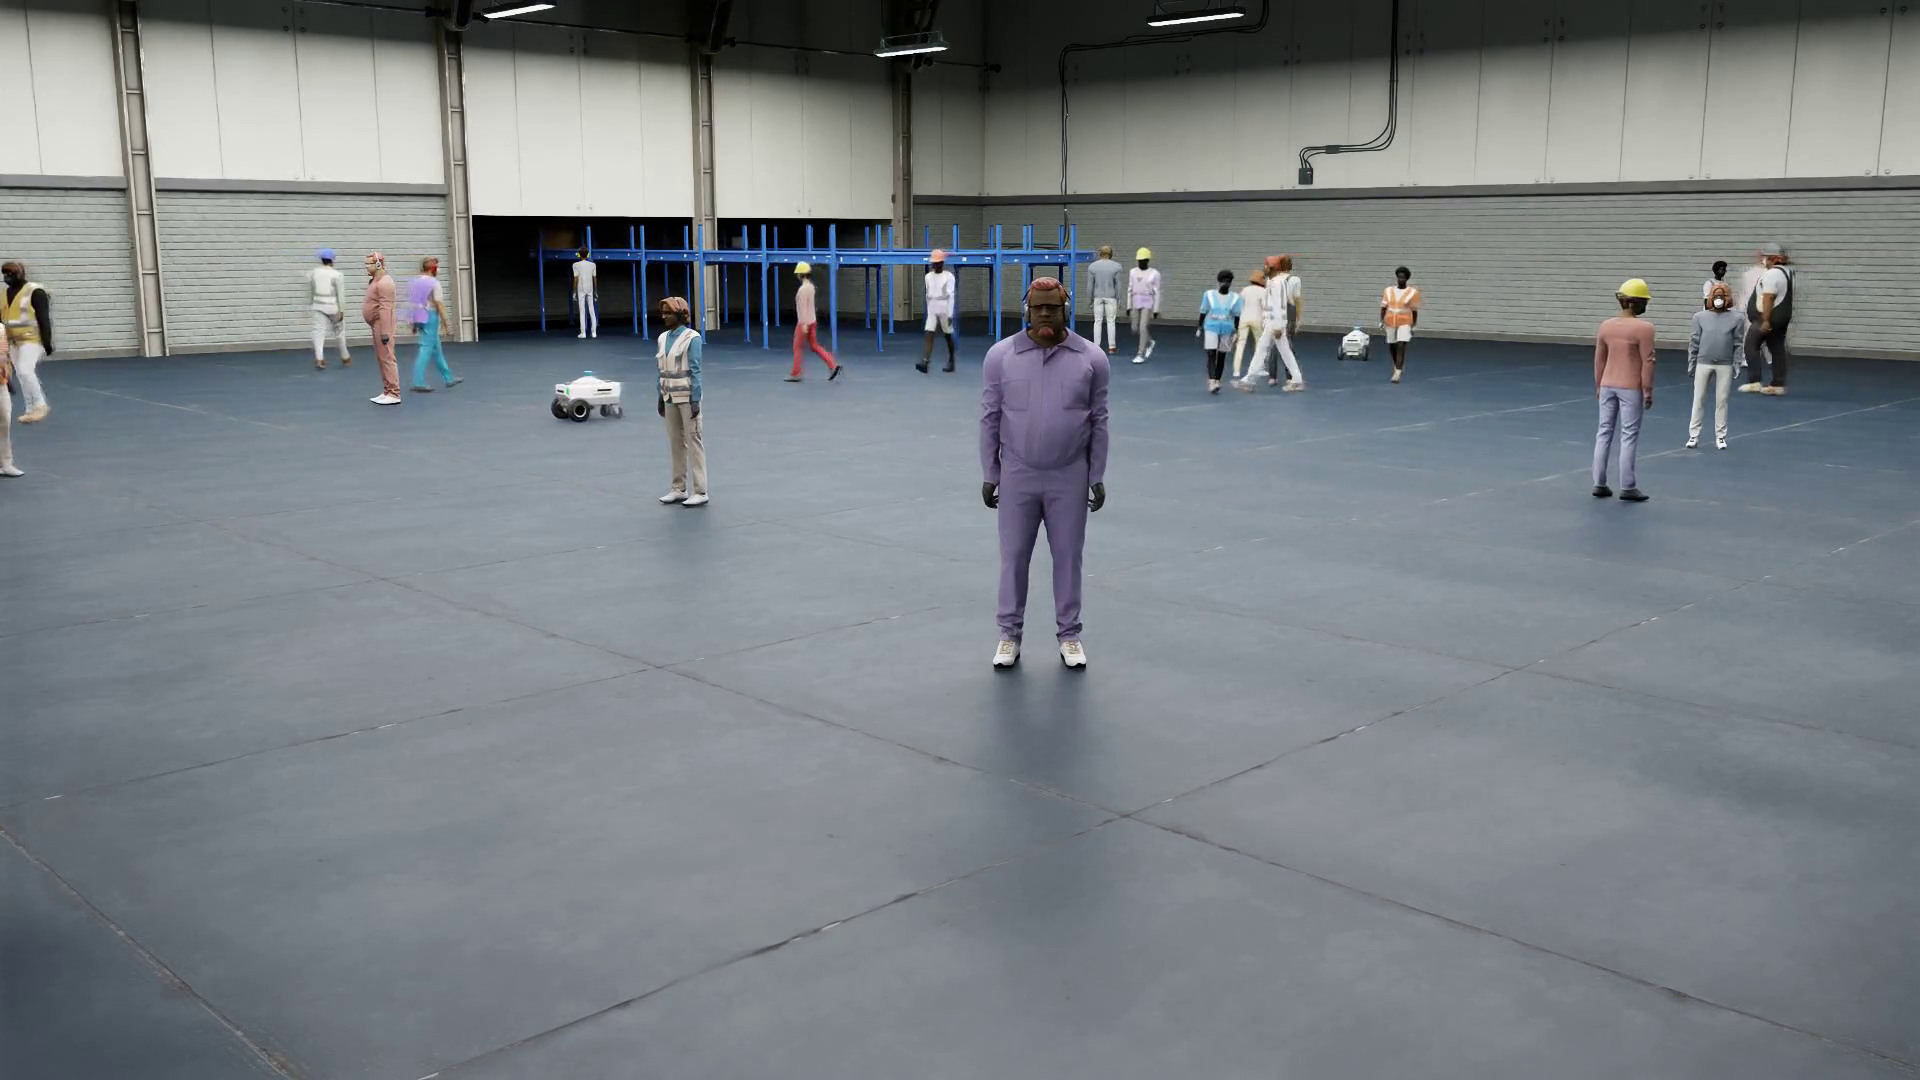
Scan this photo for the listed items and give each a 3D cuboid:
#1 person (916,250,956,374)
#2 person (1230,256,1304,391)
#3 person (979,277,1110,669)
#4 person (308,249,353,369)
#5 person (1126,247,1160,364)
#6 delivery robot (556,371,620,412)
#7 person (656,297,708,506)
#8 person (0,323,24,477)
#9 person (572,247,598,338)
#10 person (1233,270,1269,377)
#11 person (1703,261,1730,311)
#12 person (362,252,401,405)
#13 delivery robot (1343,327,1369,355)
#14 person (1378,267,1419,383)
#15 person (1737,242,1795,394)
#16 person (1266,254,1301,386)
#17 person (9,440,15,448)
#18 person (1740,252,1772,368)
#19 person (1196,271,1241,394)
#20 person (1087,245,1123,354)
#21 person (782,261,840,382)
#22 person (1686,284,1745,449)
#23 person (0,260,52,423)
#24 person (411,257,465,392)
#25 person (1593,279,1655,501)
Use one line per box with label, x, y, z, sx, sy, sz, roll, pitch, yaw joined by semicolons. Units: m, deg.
person;-0.328;-3.502;25.551;0.560;1.877;1.045;6;12;29
person;4.243;-2.931;22.617;1.005;1.829;0.592;3;11;16
person;0.412;-0.322;8.150;0.643;1.909;0.409;0;10;0
person;-10.124;-3.707;26.652;0.616;1.901;0.992;0;10;2
person;3.087;-3.917;27.738;0.607;1.909;0.660;9;14;42
delivery robot;-4.309;-1.715;19.295;0.707;0.478;0.477;-8;13;-37
person;-2.197;-1.094;13.113;0.519;1.635;0.310;10;14;43
person;-8.564;-1.362;14.597;0.459;1.627;0.519;2;11;11
person;-7.765;-5.122;34.425;0.523;1.870;0.317;-6;12;-28
person;4.383;-3.239;24.968;0.511;1.611;0.627;9;14;41
person;12.527;-3.777;27.587;0.530;1.689;0.322;-5;12;-26
person;-7.311;-2.666;20.970;0.401;1.899;0.636;-5;11;-25
delivery robot;6.791;-3.404;28.507;0.477;0.478;0.707;4;11;23
person;6.400;-3.150;24.217;0.530;1.669;0.815;7;13;35
person;10.779;-2.954;22.249;0.705;2.000;0.679;-9;14;-40
person;4.567;-3.107;23.507;0.506;1.846;0.346;4;11;23
person;-9.291;-1.658;15.167;1.061;1.991;0.623;-6;12;-30
person;12.924;-3.697;26.685;1.009;1.849;0.662;-2;11;-11
person;3.439;-2.743;22.075;0.585;1.632;0.871;0;10;-1
person;2.601;-4.308;29.796;0.635;1.937;0.354;3;11;16
person;-2.172;-3.164;24.101;0.791;1.742;0.528;3;11;17
person;7.525;-1.733;16.589;0.502;1.633;0.280;5;11;24
person;-10.594;-2.232;18.782;0.662;1.823;0.481;4;11;19
person;-7.126;-2.939;22.676;0.604;1.801;0.916;9;14;42
person;5.345;-1.209;13.376;0.329;1.765;0.527;-6;12;-30
